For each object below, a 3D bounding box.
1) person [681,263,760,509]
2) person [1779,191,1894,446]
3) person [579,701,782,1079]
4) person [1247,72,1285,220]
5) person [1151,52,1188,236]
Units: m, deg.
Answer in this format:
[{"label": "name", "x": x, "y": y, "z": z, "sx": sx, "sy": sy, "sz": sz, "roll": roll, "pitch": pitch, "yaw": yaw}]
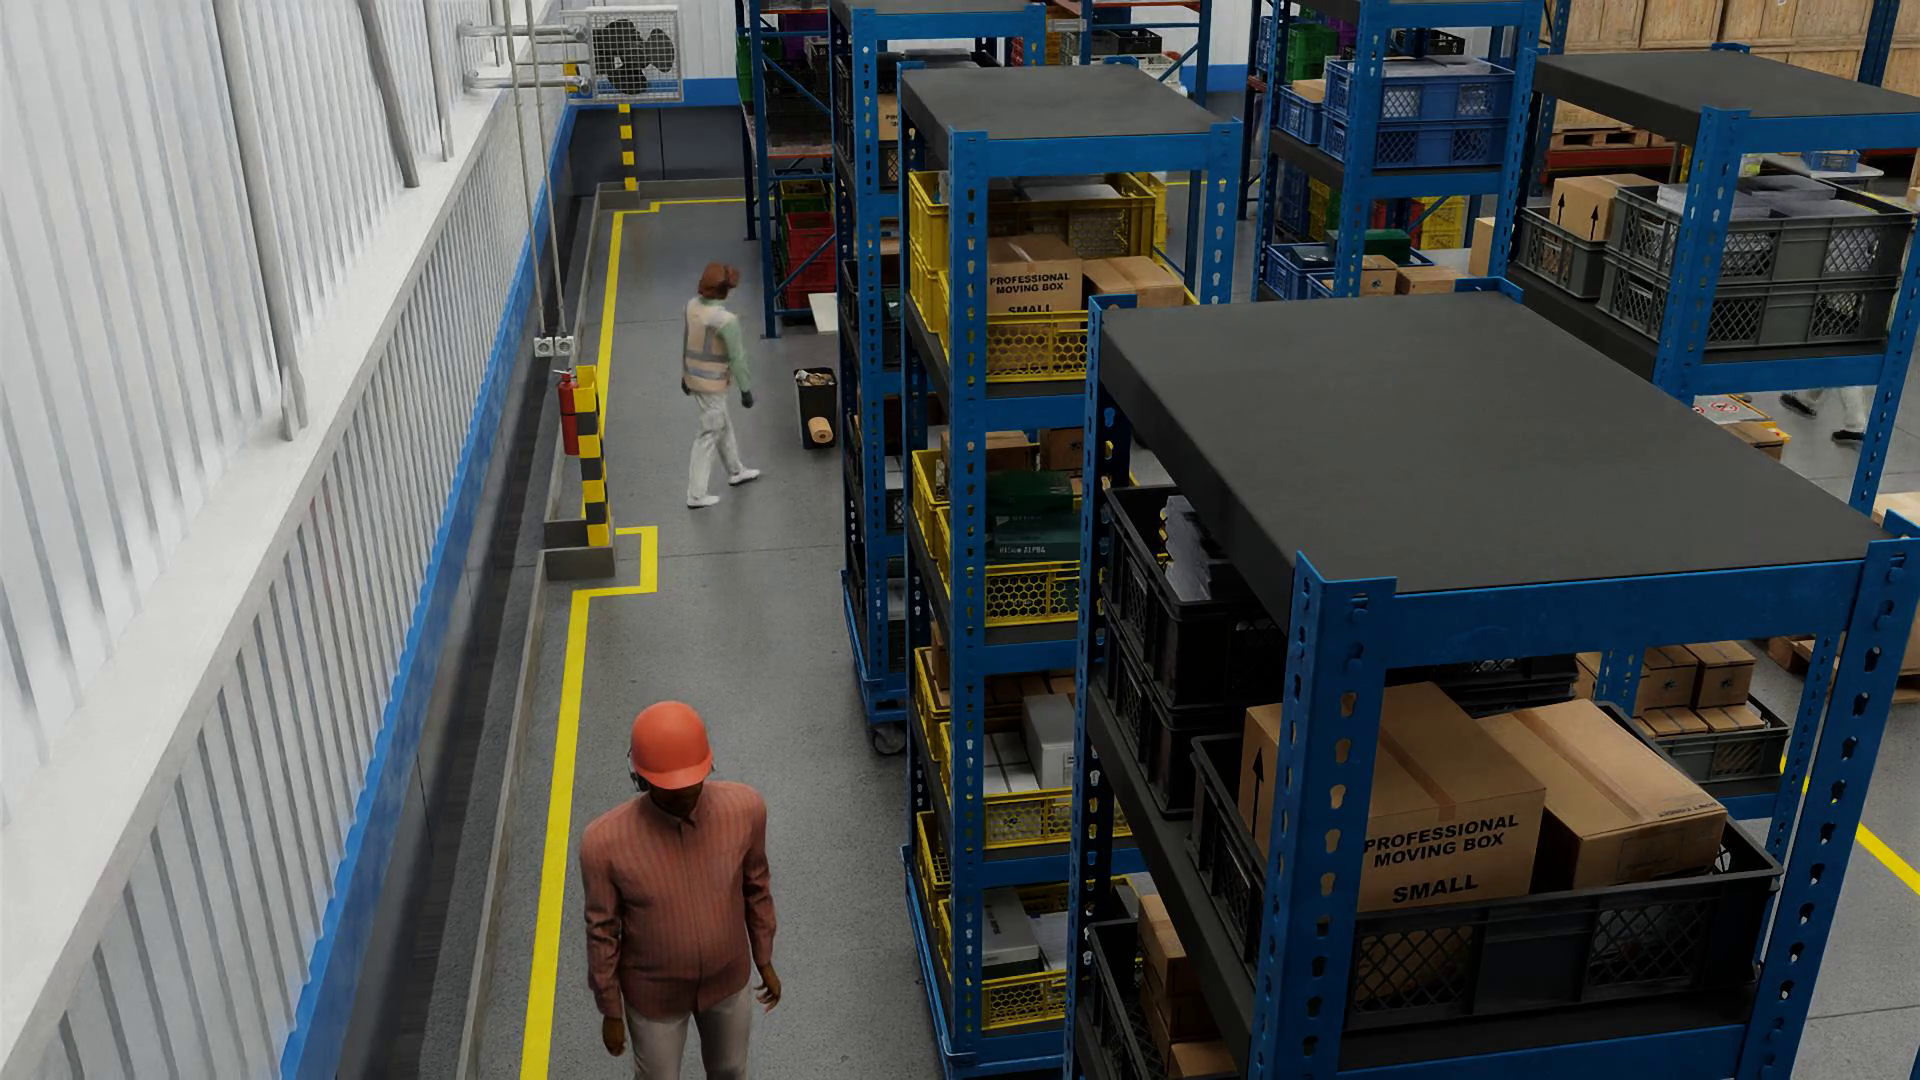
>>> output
[{"label": "person", "x": -1.577, "y": -1.026, "z": 10.901, "sx": 0.625, "sy": 1.613, "sz": 0.526, "roll": -19, "pitch": 31, "yaw": -35}, {"label": "person", "x": 6.413, "y": -1.608, "z": 11.994, "sx": 0.583, "sy": 1.777, "sz": 0.937, "roll": -9, "pitch": 26, "yaw": -19}, {"label": "person", "x": -0.851, "y": 1.378, "z": 5.222, "sx": 0.619, "sy": 1.994, "sz": 0.381, "roll": -14, "pitch": 28, "yaw": -28}, {"label": "person", "x": 3.402, "y": -4.416, "z": 17.891, "sx": 0.633, "sy": 1.940, "sz": 0.361, "roll": 22, "pitch": 33, "yaw": 39}, {"label": "person", "x": 2.144, "y": -4.140, "z": 17.392, "sx": 0.621, "sy": 1.851, "sz": 0.581, "roll": -14, "pitch": 28, "yaw": -28}]
